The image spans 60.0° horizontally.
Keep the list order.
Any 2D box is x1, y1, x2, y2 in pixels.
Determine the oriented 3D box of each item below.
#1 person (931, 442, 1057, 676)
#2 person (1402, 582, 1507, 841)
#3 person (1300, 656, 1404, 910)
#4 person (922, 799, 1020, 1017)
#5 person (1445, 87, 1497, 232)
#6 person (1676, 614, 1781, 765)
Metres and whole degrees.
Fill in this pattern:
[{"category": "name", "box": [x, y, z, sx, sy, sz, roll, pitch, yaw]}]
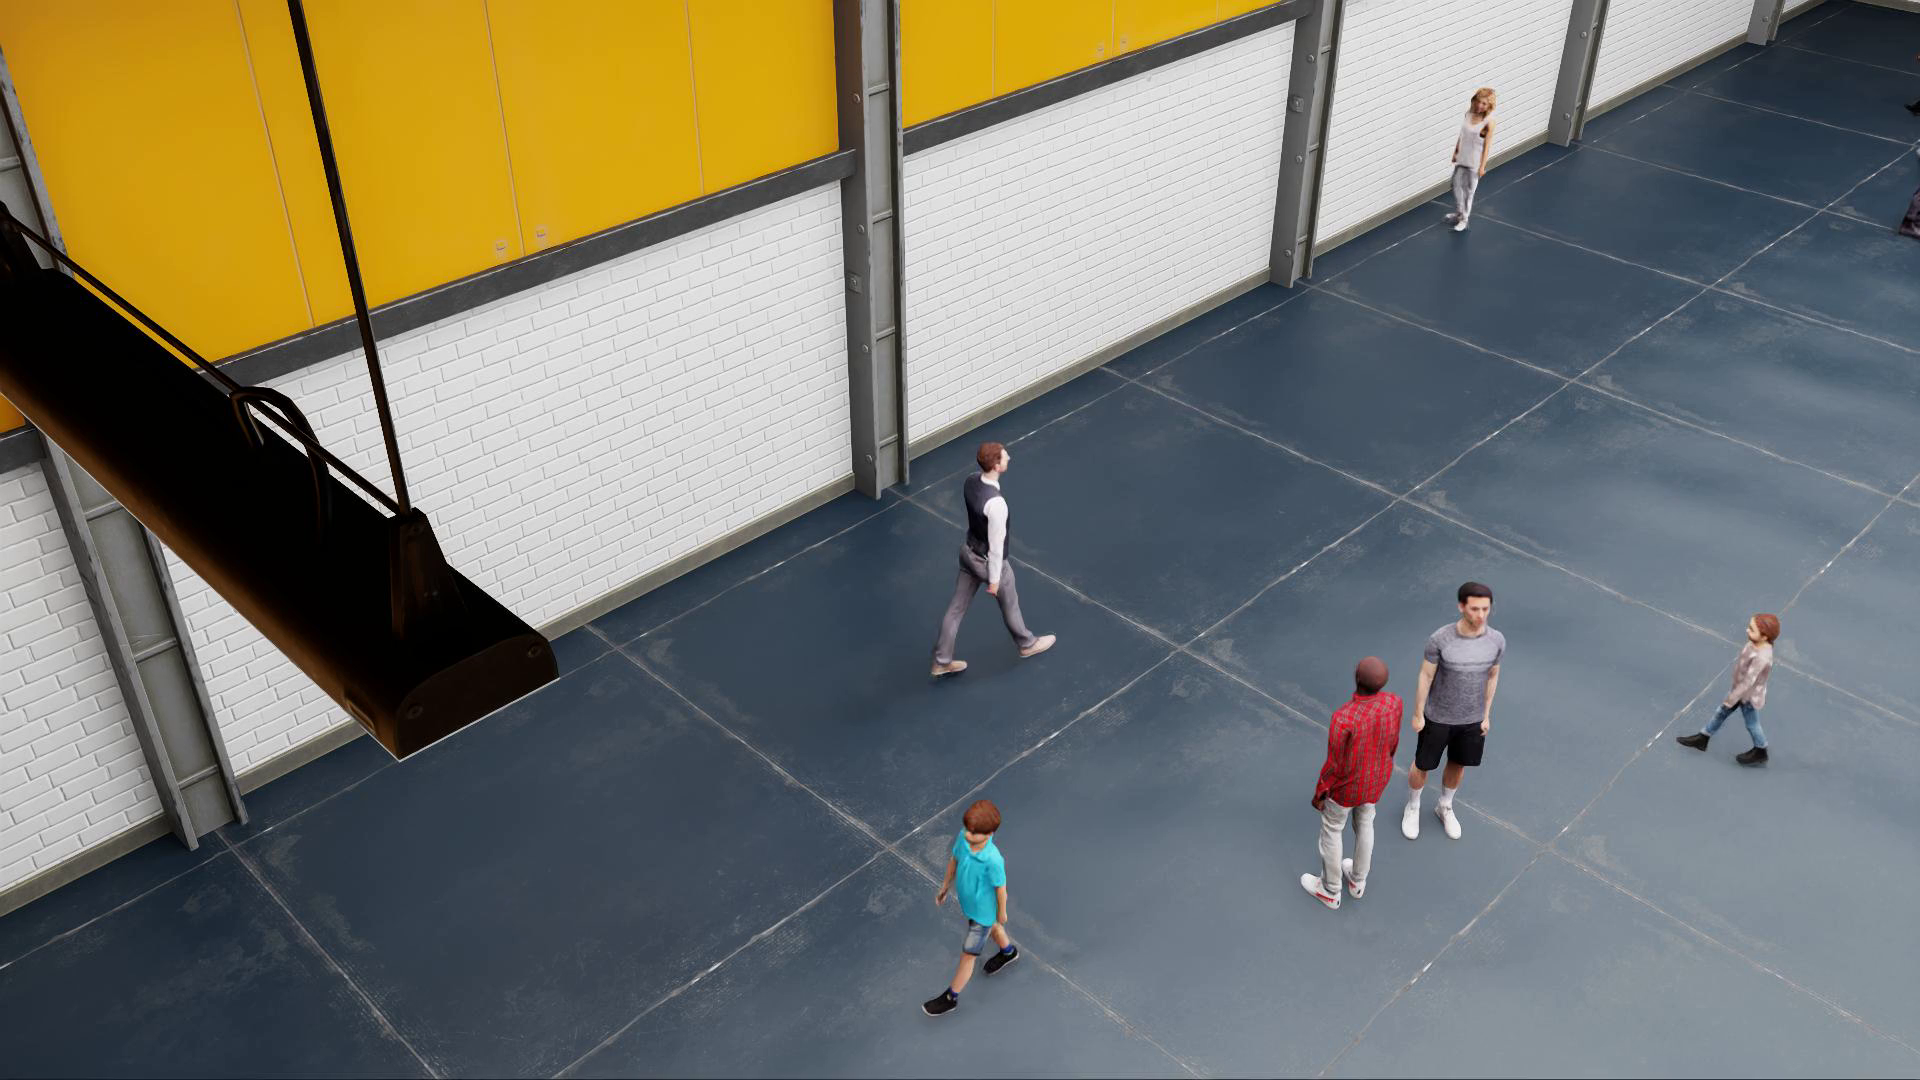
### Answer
[{"category": "person", "box": [0.092, 0.170, 11.755, 1.312, 1.891, 0.937, -16, 37, -22]}, {"category": "person", "box": [3.095, 1.059, 10.435, 0.726, 1.872, 0.791, -1, 34, -1]}, {"category": "person", "box": [2.356, 1.432, 9.922, 0.643, 1.819, 0.803, -13, 36, -19]}, {"category": "person", "box": [0.164, 2.007, 9.425, 1.003, 1.412, 0.678, -19, 38, -26]}, {"category": "person", "box": [5.751, -4.298, 18.683, 0.721, 1.665, 0.758, -11, 35, -17]}, {"category": "person", "box": [5.324, 1.024, 11.121, 0.799, 1.172, 0.809, 6, 34, 9]}]
